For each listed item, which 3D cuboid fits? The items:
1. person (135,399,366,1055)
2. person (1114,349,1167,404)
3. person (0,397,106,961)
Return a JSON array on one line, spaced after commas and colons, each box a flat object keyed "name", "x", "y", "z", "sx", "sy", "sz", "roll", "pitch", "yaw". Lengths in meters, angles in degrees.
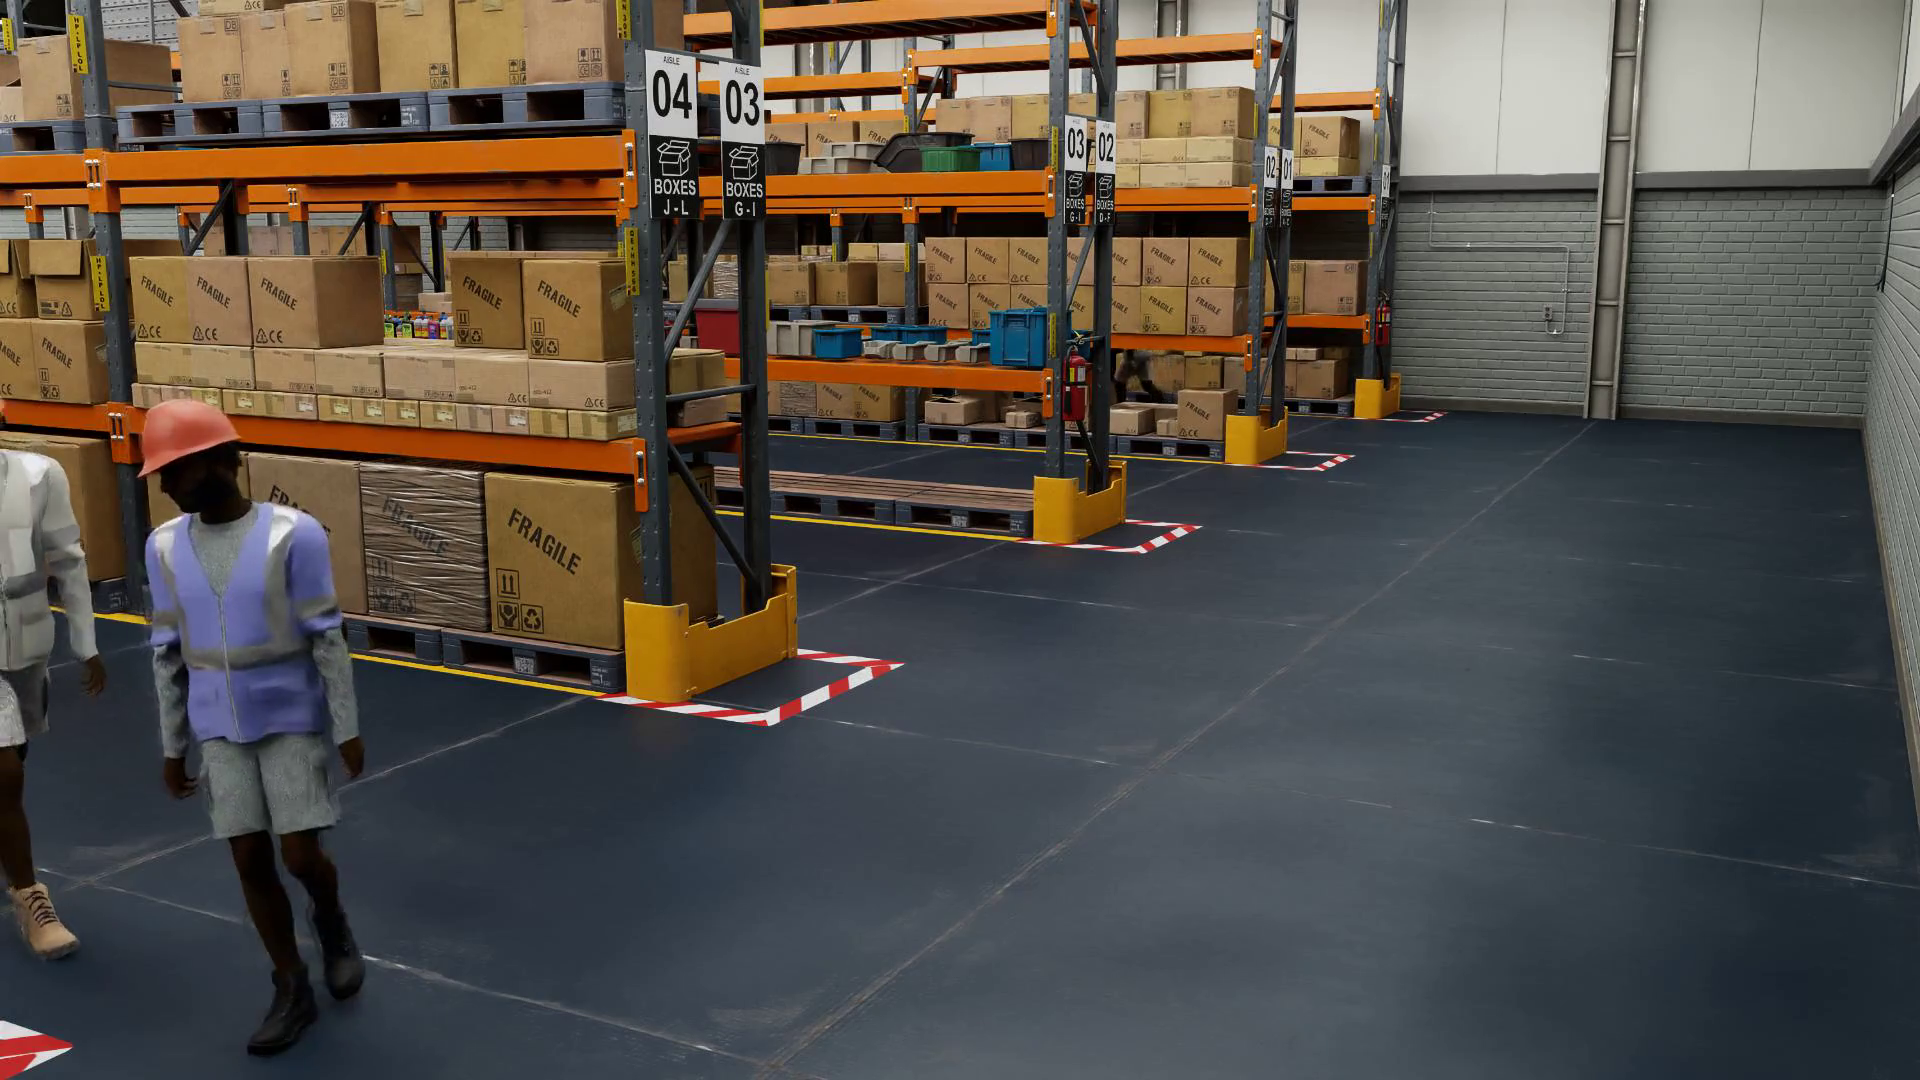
[{"name": "person", "x": -2.050, "y": 0.530, "z": 4.870, "sx": 0.599, "sy": 1.897, "sz": 0.511, "roll": 0, "pitch": 10, "yaw": 2}, {"name": "person", "x": 2.162, "y": -2.223, "z": 19.768, "sx": 0.931, "sy": 1.938, "sz": 0.594, "roll": 8, "pitch": 13, "yaw": 37}, {"name": "person", "x": -3.318, "y": 0.347, "z": 5.628, "sx": 1.049, "sy": 1.995, "sz": 0.616, "roll": 8, "pitch": 13, "yaw": 37}]
